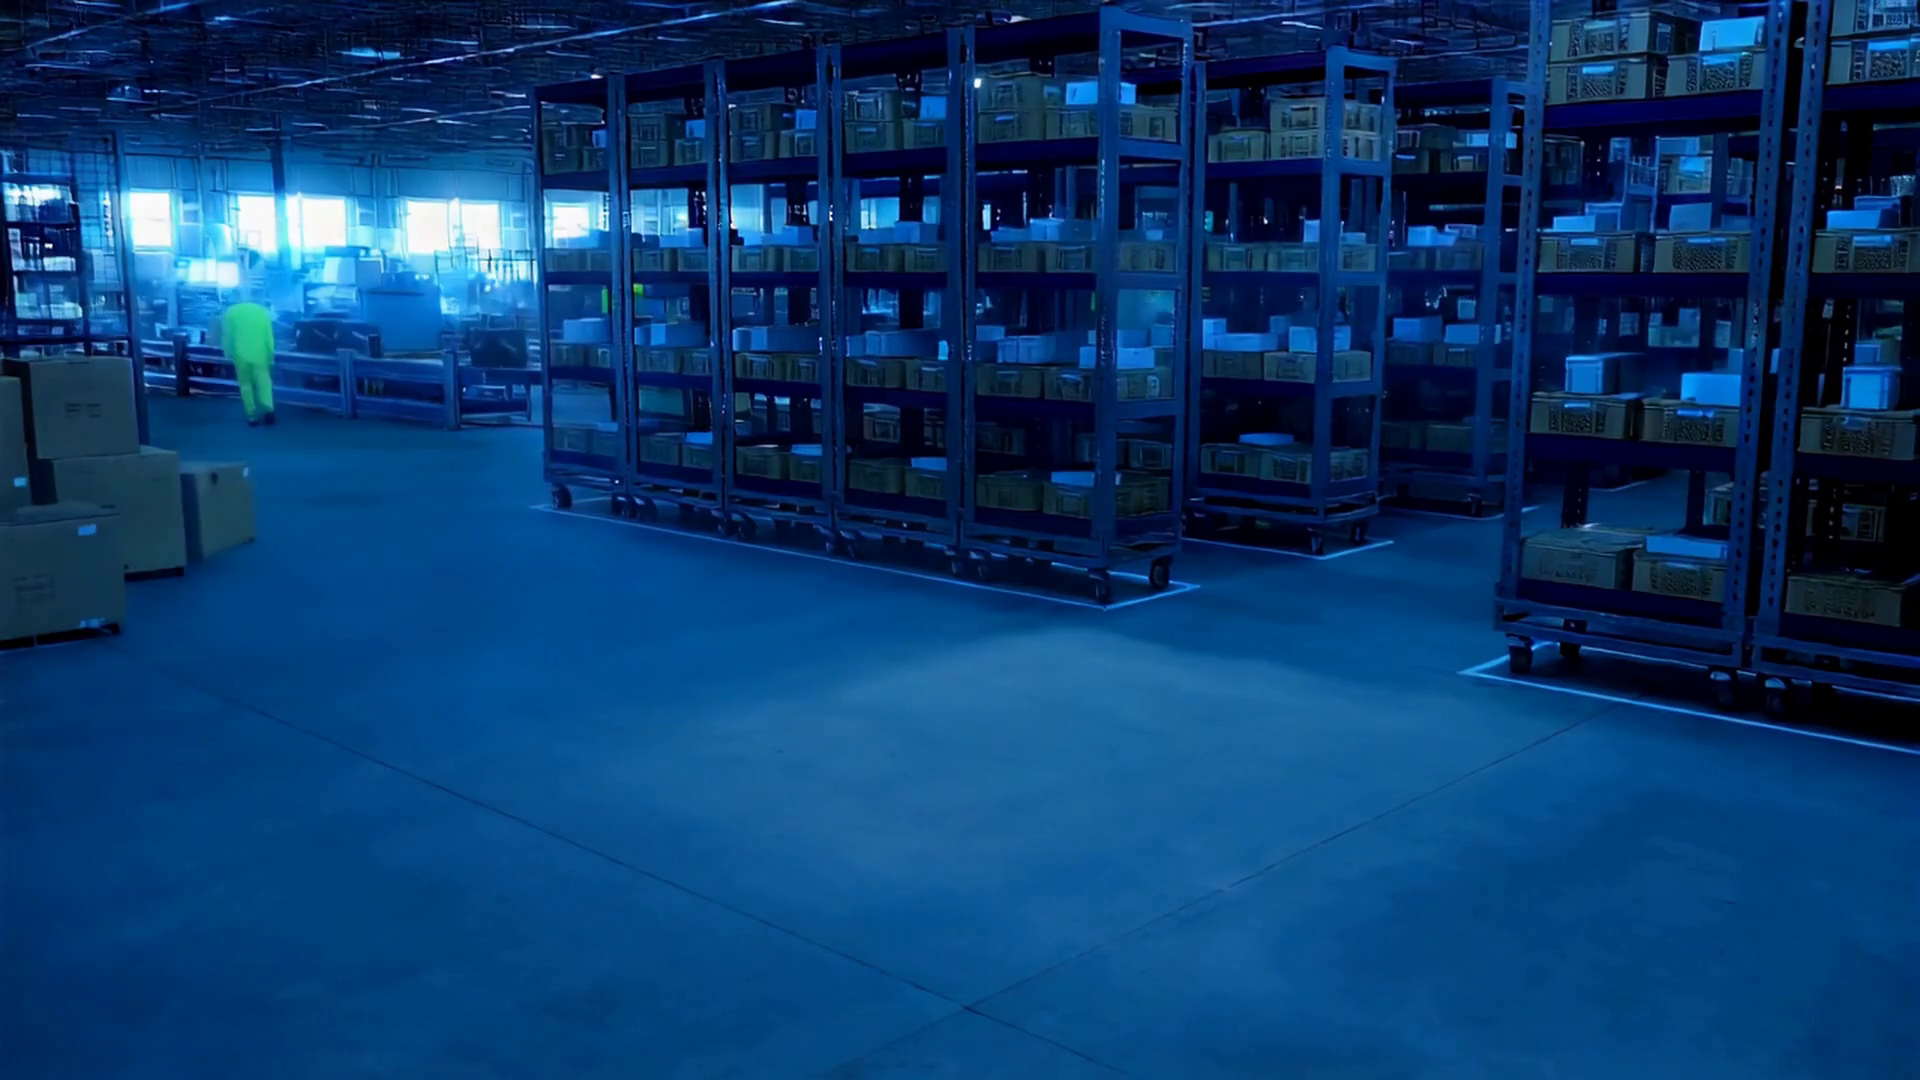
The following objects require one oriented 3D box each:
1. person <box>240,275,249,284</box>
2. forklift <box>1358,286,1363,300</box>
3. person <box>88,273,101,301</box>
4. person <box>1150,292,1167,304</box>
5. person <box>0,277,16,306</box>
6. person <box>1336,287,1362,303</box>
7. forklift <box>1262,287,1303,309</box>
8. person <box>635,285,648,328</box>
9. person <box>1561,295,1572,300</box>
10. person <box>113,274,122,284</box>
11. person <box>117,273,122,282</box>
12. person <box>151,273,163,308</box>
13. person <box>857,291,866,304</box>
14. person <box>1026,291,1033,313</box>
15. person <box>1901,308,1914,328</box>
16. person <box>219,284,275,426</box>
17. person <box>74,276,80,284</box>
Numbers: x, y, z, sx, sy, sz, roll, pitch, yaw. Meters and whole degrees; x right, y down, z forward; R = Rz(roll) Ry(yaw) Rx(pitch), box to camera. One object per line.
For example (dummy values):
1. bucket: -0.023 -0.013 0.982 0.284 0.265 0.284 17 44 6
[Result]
1. person: -25.870 -8.610 59.872 0.995 1.868 0.611 -3 10 -17
2. forklift: 11.100 -7.017 46.970 1.873 2.768 1.129 9 13 43
3. person: -28.145 -7.741 54.320 0.851 1.941 0.613 -1 9 -5
4. person: 6.036 -7.016 50.651 0.535 1.670 0.761 3 10 16
5. person: -29.630 -7.306 51.728 0.616 1.911 0.459 -9 13 -42
6. person: 6.485 -3.398 27.649 0.437 1.934 0.604 -4 10 -24
7. forklift: 10.769 -8.203 54.240 1.129 2.768 1.873 8 12 42
8. person: -10.298 -7.427 53.374 0.781 1.597 0.533 7 12 38
9. person: 17.094 -6.462 47.006 0.382 1.753 0.526 8 12 40
10. person: -33.881 -9.772 67.011 0.517 1.854 0.649 2 10 14
11. person: -37.390 -10.970 74.217 0.556 1.903 0.939 0 9 3
12. person: -34.905 -10.668 72.289 0.654 1.918 0.461 4 10 21
13. person: -4.123 -9.883 68.158 0.539 1.696 0.317 -4 10 -21
14. person: 1.362 -3.784 30.665 0.530 1.735 0.789 6 11 32
15. person: 8.489 -1.232 14.742 0.640 1.810 0.623 -4 10 -24
16. person: -9.415 -2.439 21.993 0.669 1.867 0.521 -3 10 -17
17. person: -45.109 -12.829 85.310 0.375 1.995 0.611 4 10 24
